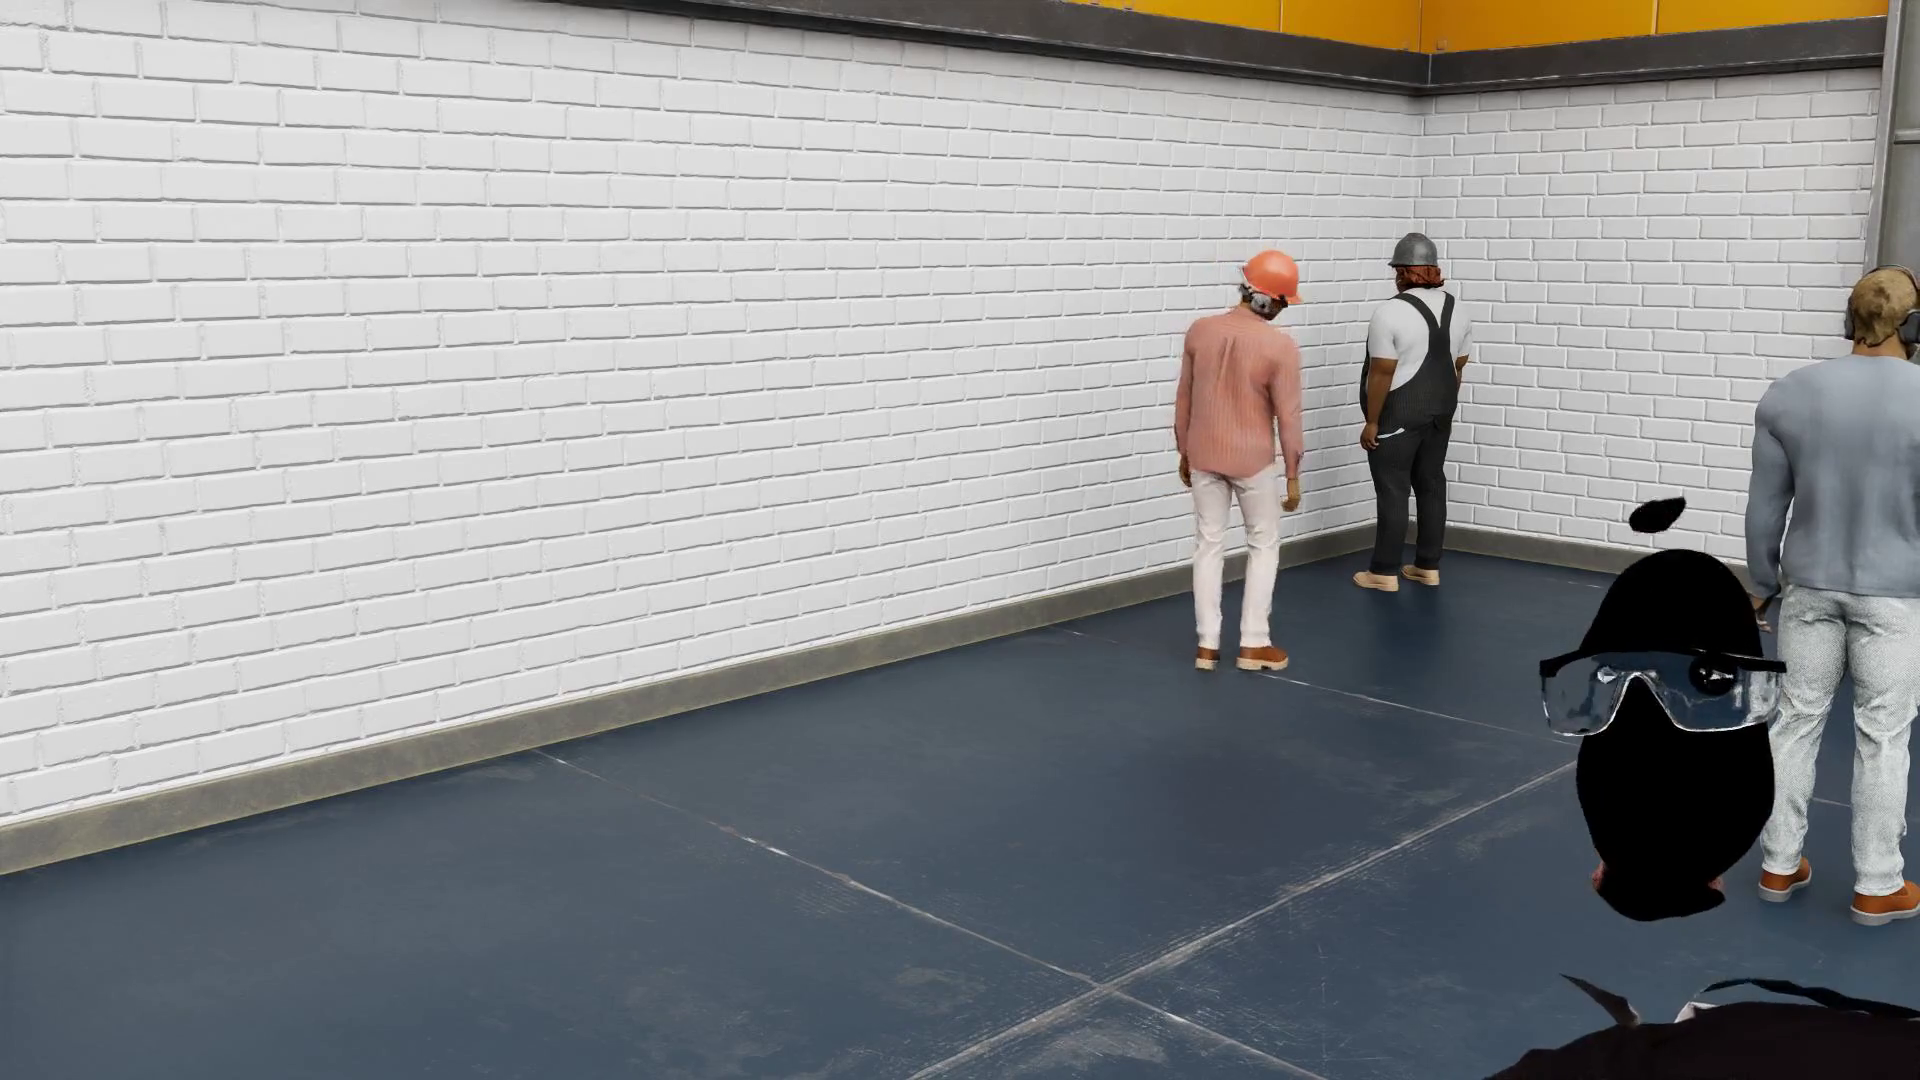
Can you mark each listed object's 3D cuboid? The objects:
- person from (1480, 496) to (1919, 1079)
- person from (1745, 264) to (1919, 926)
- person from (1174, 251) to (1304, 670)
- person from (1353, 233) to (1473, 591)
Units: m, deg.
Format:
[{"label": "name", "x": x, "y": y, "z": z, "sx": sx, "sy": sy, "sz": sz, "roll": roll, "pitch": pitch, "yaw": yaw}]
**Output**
[{"label": "person", "x": 0.440, "y": 0.891, "z": 1.057, "sx": 0.655, "sy": 1.904, "sz": 0.407, "roll": -2, "pitch": 11, "yaw": -11}, {"label": "person", "x": 2.656, "y": 0.165, "z": 4.926, "sx": 0.356, "sy": 1.936, "sz": 0.638, "roll": -10, "pitch": 14, "yaw": -43}, {"label": "person", "x": 1.278, "y": -0.344, "z": 7.726, "sx": 0.659, "sy": 1.962, "sz": 0.377, "roll": 7, "pitch": 12, "yaw": 32}, {"label": "person", "x": 2.540, "y": -0.733, "z": 9.542, "sx": 0.682, "sy": 2.000, "sz": 0.537, "roll": -6, "pitch": 12, "yaw": -29}]
